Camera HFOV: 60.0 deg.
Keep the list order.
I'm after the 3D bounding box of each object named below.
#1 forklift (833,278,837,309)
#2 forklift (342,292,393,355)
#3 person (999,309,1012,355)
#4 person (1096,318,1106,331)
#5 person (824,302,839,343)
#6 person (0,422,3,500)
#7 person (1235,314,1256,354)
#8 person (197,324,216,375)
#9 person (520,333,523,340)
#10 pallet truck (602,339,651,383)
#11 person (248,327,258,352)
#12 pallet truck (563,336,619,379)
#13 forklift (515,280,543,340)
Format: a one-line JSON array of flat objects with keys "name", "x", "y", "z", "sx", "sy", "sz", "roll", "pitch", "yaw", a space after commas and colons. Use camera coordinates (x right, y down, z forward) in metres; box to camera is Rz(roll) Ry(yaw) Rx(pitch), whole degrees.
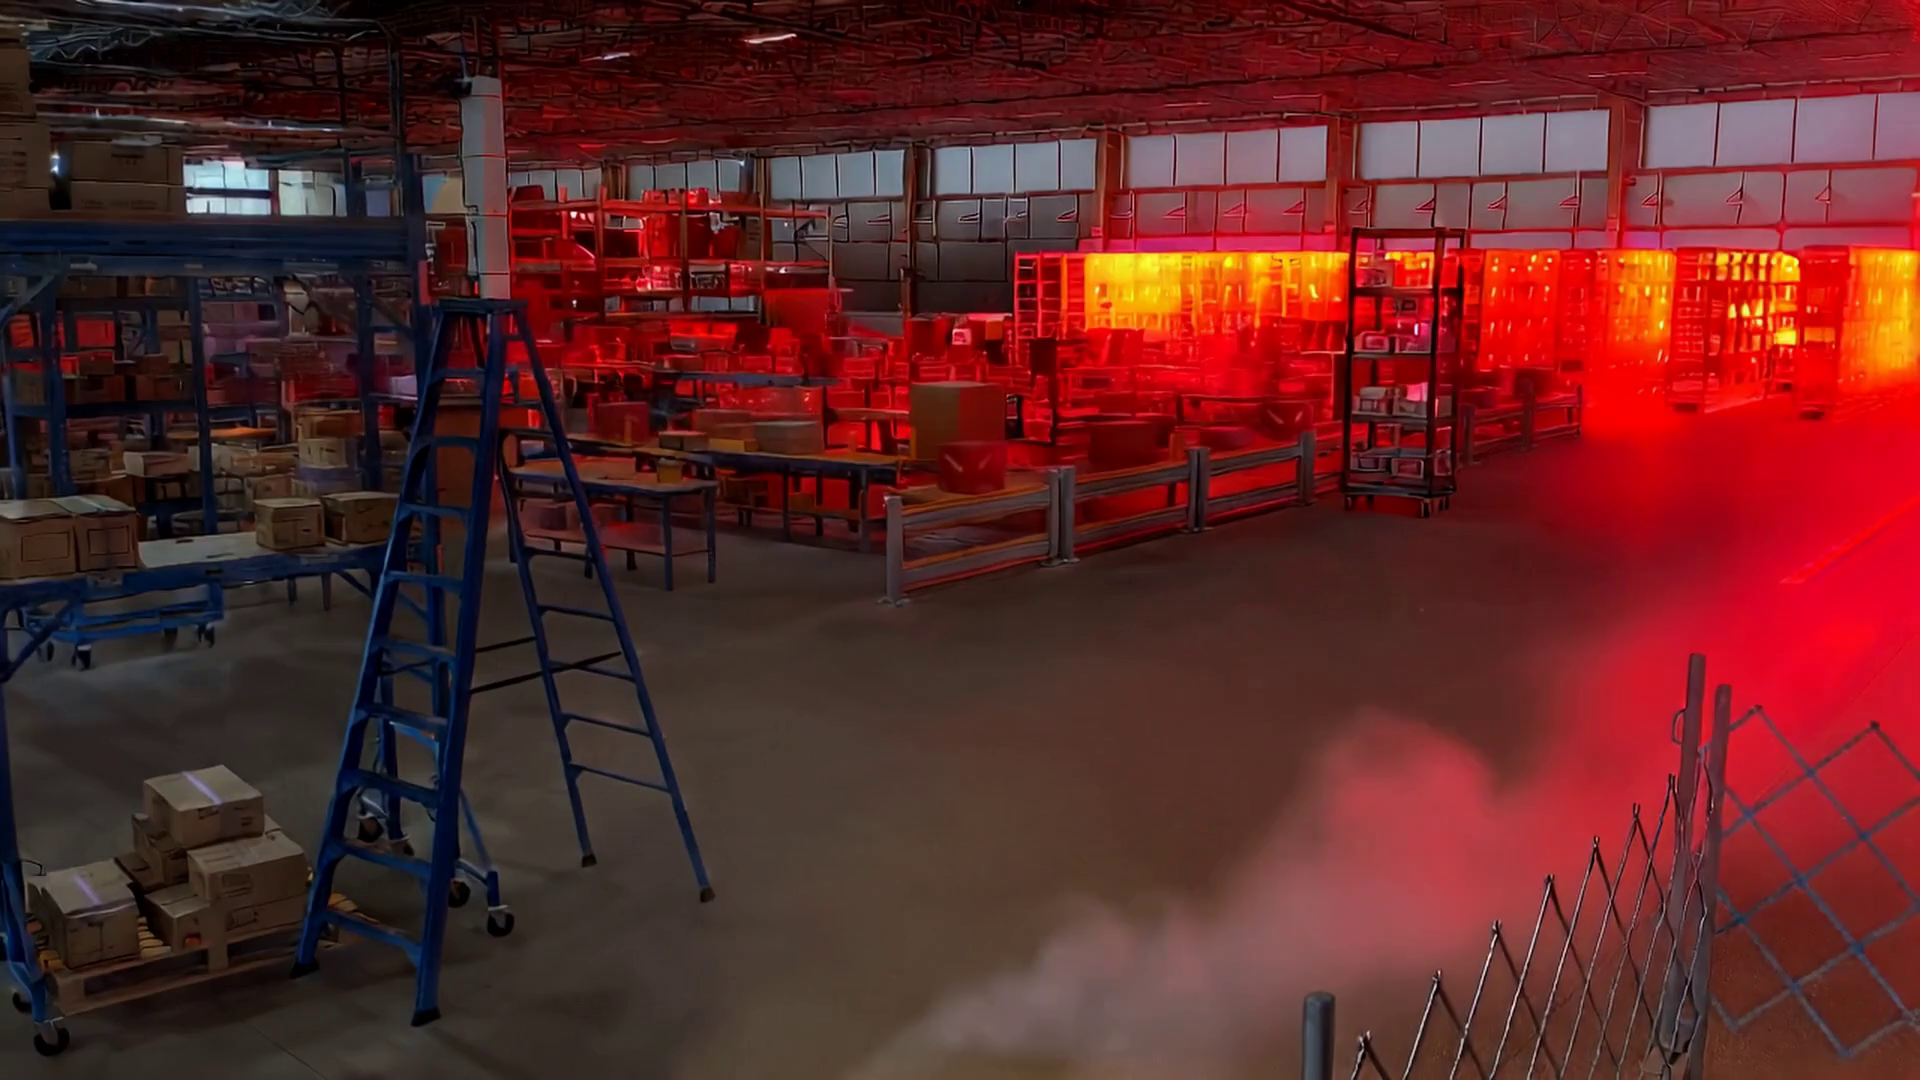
[{"name": "forklift", "x": -5.709, "y": -9.819, "z": 71.315, "sx": 1.873, "sy": 2.768, "sz": 1.129, "roll": 7, "pitch": 11, "yaw": 37}, {"name": "forklift", "x": -16.485, "y": -5.622, "z": 45.120, "sx": 1.129, "sy": 2.768, "sz": 1.873, "roll": 7, "pitch": 11, "yaw": 37}, {"name": "person", "x": 1.673, "y": -7.723, "z": 61.808, "sx": 0.485, "sy": 1.733, "sz": 0.357, "roll": 1, "pitch": 9, "yaw": 8}, {"name": "person", "x": 3.566, "y": -4.674, "z": 42.262, "sx": 0.639, "sy": 1.896, "sz": 0.443, "roll": -5, "pitch": 11, "yaw": -30}, {"name": "person", "x": -4.922, "y": -8.180, "z": 64.062, "sx": 0.637, "sy": 1.916, "sz": 0.732, "roll": 1, "pitch": 9, "yaw": 8}, {"name": "person", "x": -12.397, "y": -1.277, "z": 21.204, "sx": 0.331, "sy": 1.856, "sz": 0.527, "roll": -4, "pitch": 10, "yaw": -25}, {"name": "person", "x": 7.446, "y": -4.864, "z": 43.145, "sx": 0.622, "sy": 1.992, "sz": 0.395, "roll": 4, "pitch": 10, "yaw": 23}, {"name": "person", "x": -18.329, "y": -4.364, "z": 40.623, "sx": 0.599, "sy": 1.808, "sz": 0.811, "roll": 6, "pitch": 11, "yaw": 34}, {"name": "person", "x": -11.382, "y": -4.814, "z": 43.858, "sx": 0.556, "sy": 1.659, "sz": 0.536, "roll": -4, "pitch": 10, "yaw": -23}, {"name": "pallet truck", "x": -8.991, "y": -4.871, "z": 45.351, "sx": 0.653, "sy": 1.274, "sz": 1.630, "roll": 7, "pitch": 11, "yaw": 37}, {"name": "person", "x": -19.196, "y": -4.966, "z": 44.997, "sx": 0.703, "sy": 1.611, "sz": 0.509, "roll": -8, "pitch": 12, "yaw": -42}, {"name": "pallet truck", "x": -10.690, "y": -5.294, "z": 48.215, "sx": 1.601, "sy": 1.201, "sz": 0.680, "roll": -5, "pitch": 10, "yaw": -26}, {"name": "forklift", "x": -13.735, "y": -6.972, "z": 53.545, "sx": 1.873, "sy": 2.768, "sz": 1.129, "roll": 1, "pitch": 9, "yaw": 6}]
